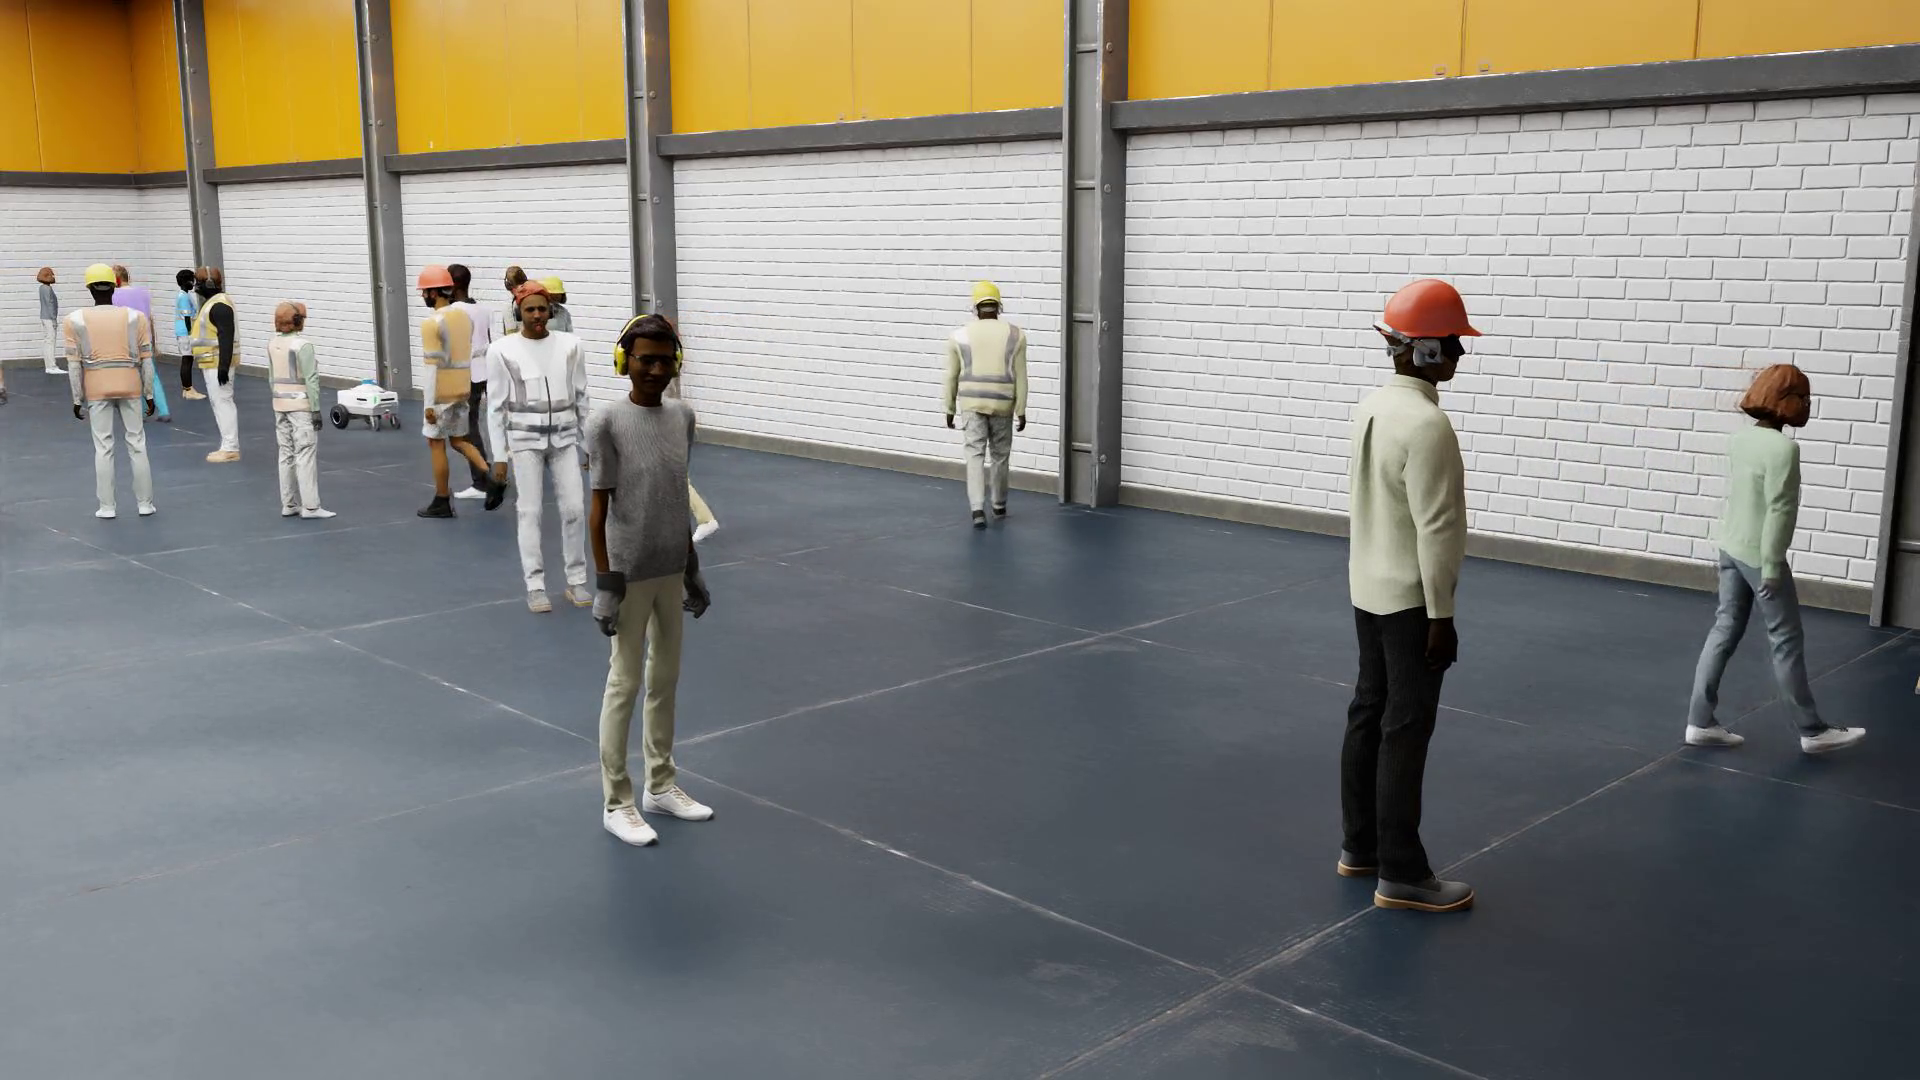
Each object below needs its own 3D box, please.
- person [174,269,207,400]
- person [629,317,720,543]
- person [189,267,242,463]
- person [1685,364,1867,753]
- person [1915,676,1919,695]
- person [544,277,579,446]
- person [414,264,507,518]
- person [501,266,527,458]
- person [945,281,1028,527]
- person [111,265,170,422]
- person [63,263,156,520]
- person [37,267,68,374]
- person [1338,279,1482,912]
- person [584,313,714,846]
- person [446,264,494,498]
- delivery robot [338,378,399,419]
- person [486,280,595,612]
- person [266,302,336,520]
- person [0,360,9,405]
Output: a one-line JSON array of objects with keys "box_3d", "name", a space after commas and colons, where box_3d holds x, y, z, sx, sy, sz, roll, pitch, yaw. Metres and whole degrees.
[{"box_3d": [-10.035, -2.664, 21.623, 0.319, 1.692, 0.533, -6, 12, -29], "name": "person"}, {"box_3d": [-2.080, -0.776, 11.600, 0.847, 1.594, 0.497, 1, 10, 5], "name": "person"}, {"box_3d": [-7.031, -1.649, 15.721, 0.429, 1.842, 0.650, -7, 12, -32], "name": "person"}, {"box_3d": [3.374, 0.084, 6.846, 0.688, 1.602, 0.526, 0, 10, 0], "name": "person"}, {"box_3d": [4.594, -0.078, 7.511, 0.318, 1.697, 0.535, -1, 10, -5], "name": "person"}, {"box_3d": [-4.051, -1.797, 16.839, 0.731, 1.706, 0.481, 5, 11, 25], "name": "person"}, {"box_3d": [-3.801, -1.100, 12.462, 0.646, 1.923, 0.562, 4, 11, 21], "name": "person"}, {"box_3d": [-4.190, -1.694, 15.929, 0.350, 1.842, 0.506, 5, 12, 27], "name": "person"}, {"box_3d": [0.198, -1.004, 12.274, 0.608, 1.813, 0.694, 0, 10, 1], "name": "person"}, {"box_3d": [-9.399, -2.214, 18.903, 0.681, 1.789, 0.576, 4, 11, 23], "name": "person"}, {"box_3d": [-6.390, -1.114, 12.541, 0.586, 1.923, 0.371, -7, 12, -32], "name": "person"}, {"box_3d": [-14.065, -3.389, 25.727, 0.279, 1.636, 0.498, -8, 13, -38], "name": "person"}, {"box_3d": [1.431, 0.175, 5.313, 0.377, 1.995, 0.608, -2, 11, -9], "name": "person"}, {"box_3d": [-1.094, 0.132, 5.914, 0.325, 1.863, 0.516, 7, 13, 34], "name": "person"}, {"box_3d": [-4.006, -1.271, 13.466, 0.460, 1.902, 0.592, 1, 10, 7], "name": "person"}, {"box_3d": [-6.527, -1.539, 18.334, 0.707, 0.478, 0.477, 7, 12, 34], "name": "delivery robot"}, {"box_3d": [-2.368, -0.531, 9.478, 0.627, 1.880, 0.390, -6, 12, -31], "name": "person"}, {"box_3d": [-5.004, -0.967, 12.542, 0.541, 1.635, 0.314, 6, 12, 32], "name": "person"}, {"box_3d": [-7.876, -1.199, 13.124, 0.840, 1.876, 0.674, 7, 12, 33], "name": "person"}]
